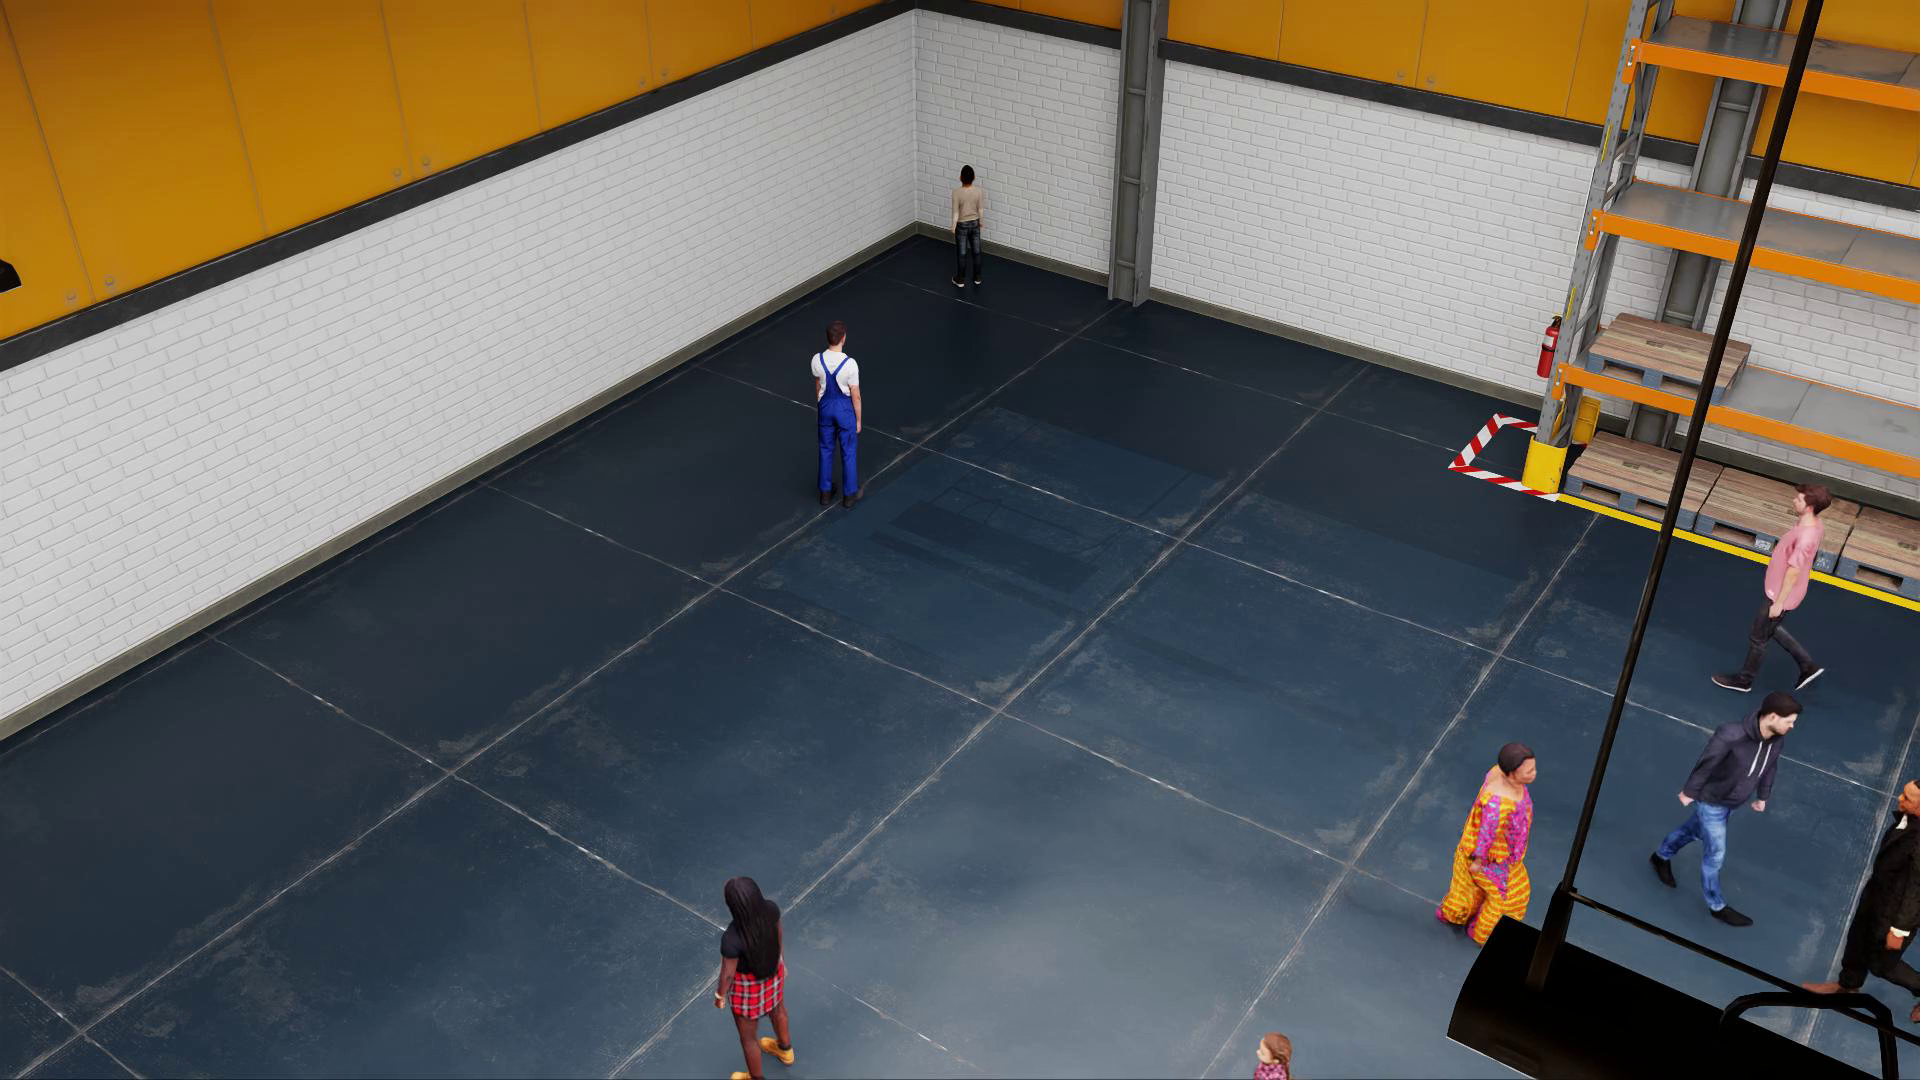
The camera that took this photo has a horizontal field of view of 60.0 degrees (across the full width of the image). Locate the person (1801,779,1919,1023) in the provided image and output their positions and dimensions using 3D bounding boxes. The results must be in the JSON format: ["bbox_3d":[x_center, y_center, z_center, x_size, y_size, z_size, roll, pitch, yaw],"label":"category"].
[{"bbox_3d":[5.815,2.255,10.184,1.145,1.883,0.928,10,35,14],"label":"person"}]

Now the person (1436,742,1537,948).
[{"bbox_3d":[3.418,1.948,10.853,0.843,1.654,0.736,11,35,16],"label":"person"}]

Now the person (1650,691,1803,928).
[{"bbox_3d":[4.997,1.668,11.119,1.054,1.825,1.198,-8,34,-12],"label":"person"}]

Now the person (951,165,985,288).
[{"bbox_3d":[0.092,-3.684,19.497,0.628,1.465,0.666,-11,35,-16],"label":"person"}]

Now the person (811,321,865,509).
[{"bbox_3d":[-1.142,-1.159,15.354,0.612,1.847,0.744,9,35,13],"label":"person"}]

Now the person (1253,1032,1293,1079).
[{"bbox_3d":[1.818,3.210,9.535,0.621,1.012,0.551,1,34,2],"label":"person"}]

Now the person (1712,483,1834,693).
[{"bbox_3d":[6.465,0.431,12.873,1.014,1.945,0.722,15,37,22],"label":"person"}]

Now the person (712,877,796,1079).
[{"bbox_3d":[-1.175,2.633,9.763,0.580,1.719,0.629,23,40,30],"label":"person"}]
